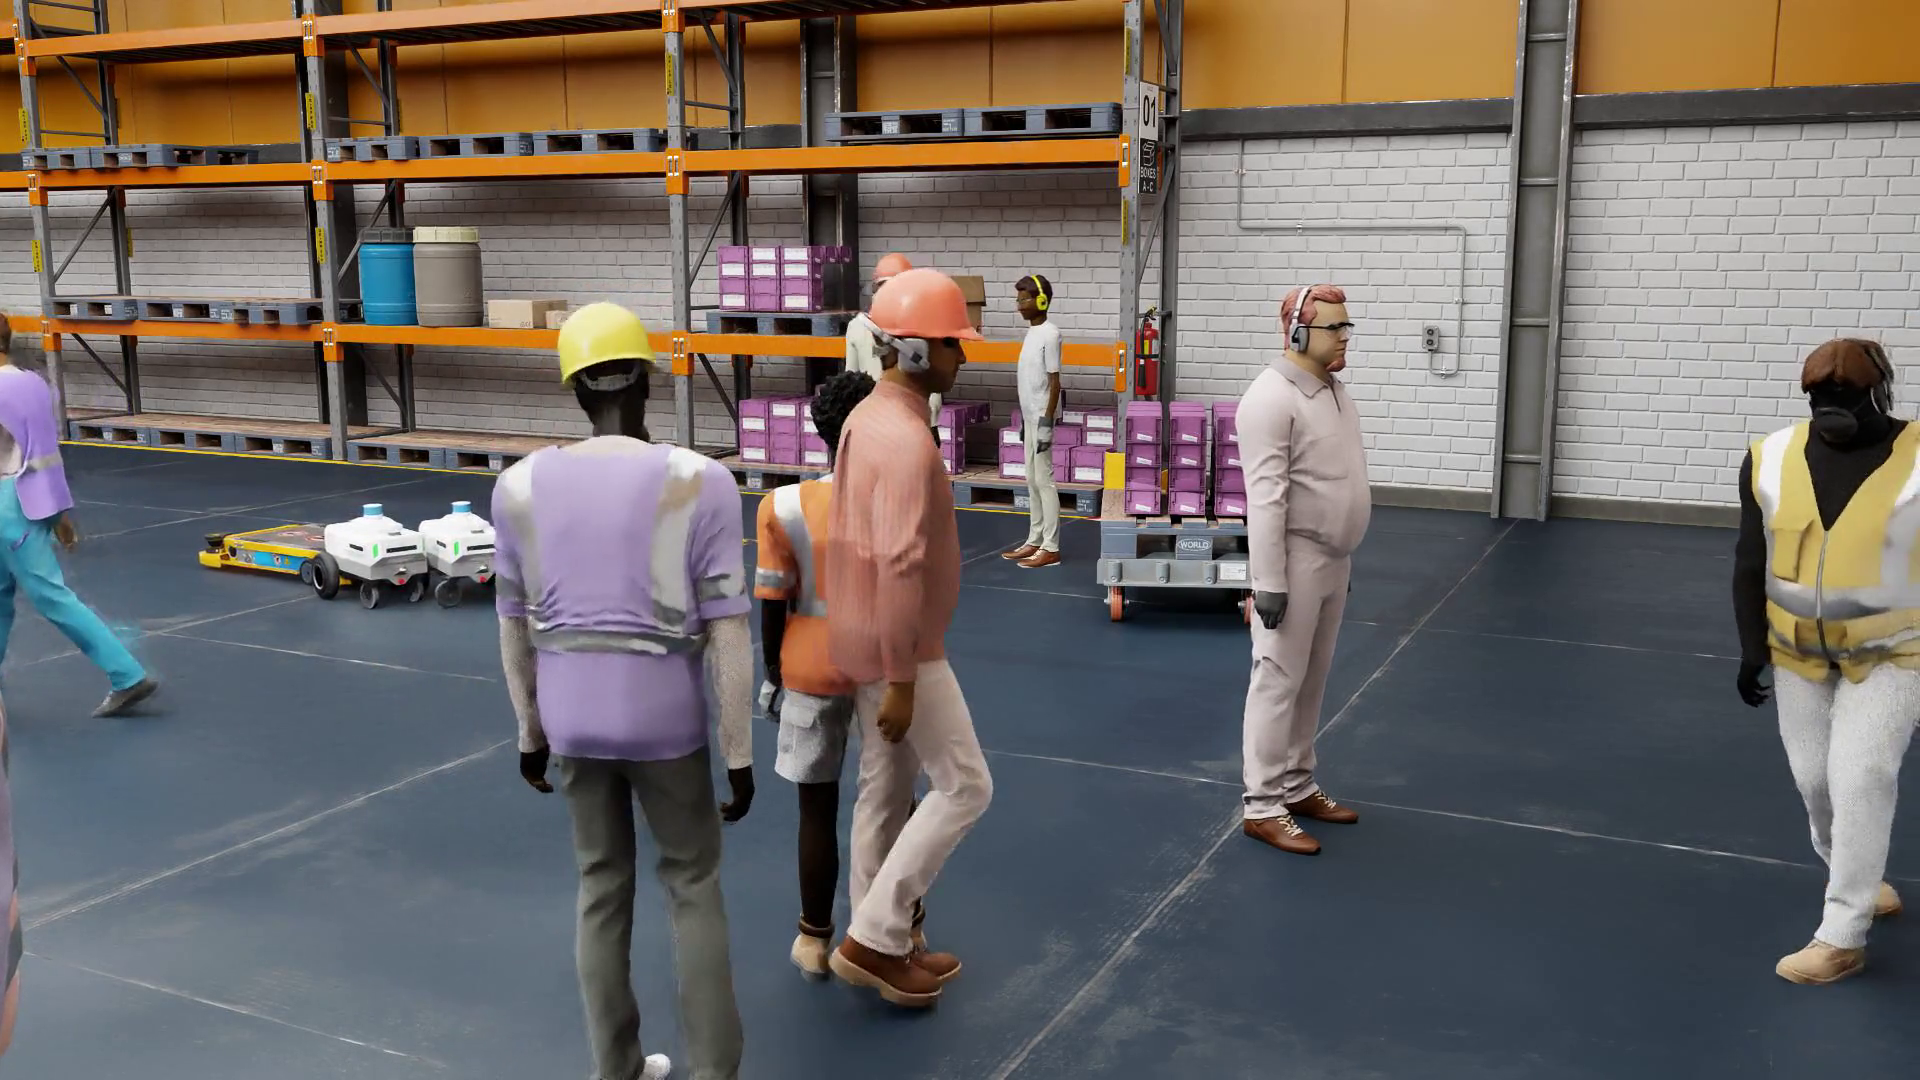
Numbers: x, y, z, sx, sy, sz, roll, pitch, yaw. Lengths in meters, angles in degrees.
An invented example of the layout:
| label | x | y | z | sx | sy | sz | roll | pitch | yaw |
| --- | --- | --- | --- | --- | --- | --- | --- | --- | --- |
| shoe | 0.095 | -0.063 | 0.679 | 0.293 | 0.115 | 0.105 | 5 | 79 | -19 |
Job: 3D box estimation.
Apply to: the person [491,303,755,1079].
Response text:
| label | x | y | z | sx | sy | sz | roll | pitch | yaw |
| --- | --- | --- | --- | --- | --- | --- | --- | --- | --- |
| person | -0.758 | 0.423 | 3.835 | 0.614 | 1.891 | 0.432 | 1 | 10 | 8 |

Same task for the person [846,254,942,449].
| label | x | y | z | sx | sy | sz | roll | pitch | yaw |
| --- | --- | --- | --- | --- | --- | --- | --- | --- | --- |
| person | -0.393 | -0.721 | 10.061 | 0.622 | 1.995 | 0.378 | 4 | 11 | 24 |

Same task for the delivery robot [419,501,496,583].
| label | x | y | z | sx | sy | sz | roll | pitch | yaw |
| --- | --- | --- | --- | --- | --- | --- | --- | --- | --- |
| delivery robot | -2.889 | 0.020 | 9.682 | 0.477 | 0.478 | 0.707 | -7 | 12 | -33 |

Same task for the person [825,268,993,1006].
| label | x | y | z | sx | sy | sz | roll | pitch | yaw |
| --- | --- | --- | --- | --- | --- | --- | --- | --- | --- |
| person | -0.141 | 0.277 | 4.431 | 0.428 | 1.978 | 0.621 | -3 | 10 | -16 |

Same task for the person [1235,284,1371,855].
| label | x | y | z | sx | sy | sz | roll | pitch | yaw |
| --- | --- | --- | --- | --- | --- | --- | --- | --- | --- |
| person | 1.187 | 0.090 | 5.678 | 0.409 | 1.906 | 0.652 | 7 | 12 | 33 |

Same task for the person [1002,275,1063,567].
| label | x | y | z | sx | sy | sz | roll | pitch | yaw |
| --- | --- | --- | --- | --- | --- | --- | --- | --- | --- |
| person | 0.482 | -0.755 | 10.656 | 0.329 | 1.861 | 0.508 | -3 | 10 | -15 |

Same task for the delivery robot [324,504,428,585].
| label | x | y | z | sx | sy | sz | roll | pitch | yaw |
| --- | --- | --- | --- | --- | --- | --- | --- | --- | --- |
| delivery robot | -3.370 | 0.036 | 9.587 | 0.477 | 0.478 | 0.707 | -9 | 14 | -43 |

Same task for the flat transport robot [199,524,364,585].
| label | x | y | z | sx | sy | sz | roll | pitch | yaw |
| --- | --- | --- | --- | --- | --- | --- | --- | --- | --- |
| flat transport robot | -4.047 | 0.074 | 10.452 | 1.431 | 0.197 | 0.652 | 6 | 11 | 30 |

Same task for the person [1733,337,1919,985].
| label | x | y | z | sx | sy | sz | roll | pitch | yaw |
| --- | --- | --- | --- | --- | --- | --- | --- | --- | --- |
| person | 2.580 | 0.310 | 4.764 | 0.779 | 1.798 | 0.640 | -8 | 13 | -39 |

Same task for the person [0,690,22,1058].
| label | x | y | z | sx | sy | sz | roll | pitch | yaw |
| --- | --- | --- | --- | --- | --- | --- | --- | --- | --- |
| person | -1.527 | 0.720 | 2.282 | 0.635 | 1.834 | 0.429 | 8 | 13 | 39 |

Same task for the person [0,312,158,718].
| label | x | y | z | sx | sy | sz | roll | pitch | yaw |
| --- | --- | --- | --- | --- | --- | --- | --- | --- | --- |
| person | -3.990 | -0.101 | 7.113 | 0.980 | 1.803 | 0.581 | -1 | 10 | -8 |

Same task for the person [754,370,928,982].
| label | x | y | z | sx | sy | sz | roll | pitch | yaw |
| --- | --- | --- | --- | --- | --- | --- | --- | --- | --- |
| person | -0.297 | 0.382 | 4.609 | 0.542 | 1.695 | 0.316 | -2 | 10 | -10 |
